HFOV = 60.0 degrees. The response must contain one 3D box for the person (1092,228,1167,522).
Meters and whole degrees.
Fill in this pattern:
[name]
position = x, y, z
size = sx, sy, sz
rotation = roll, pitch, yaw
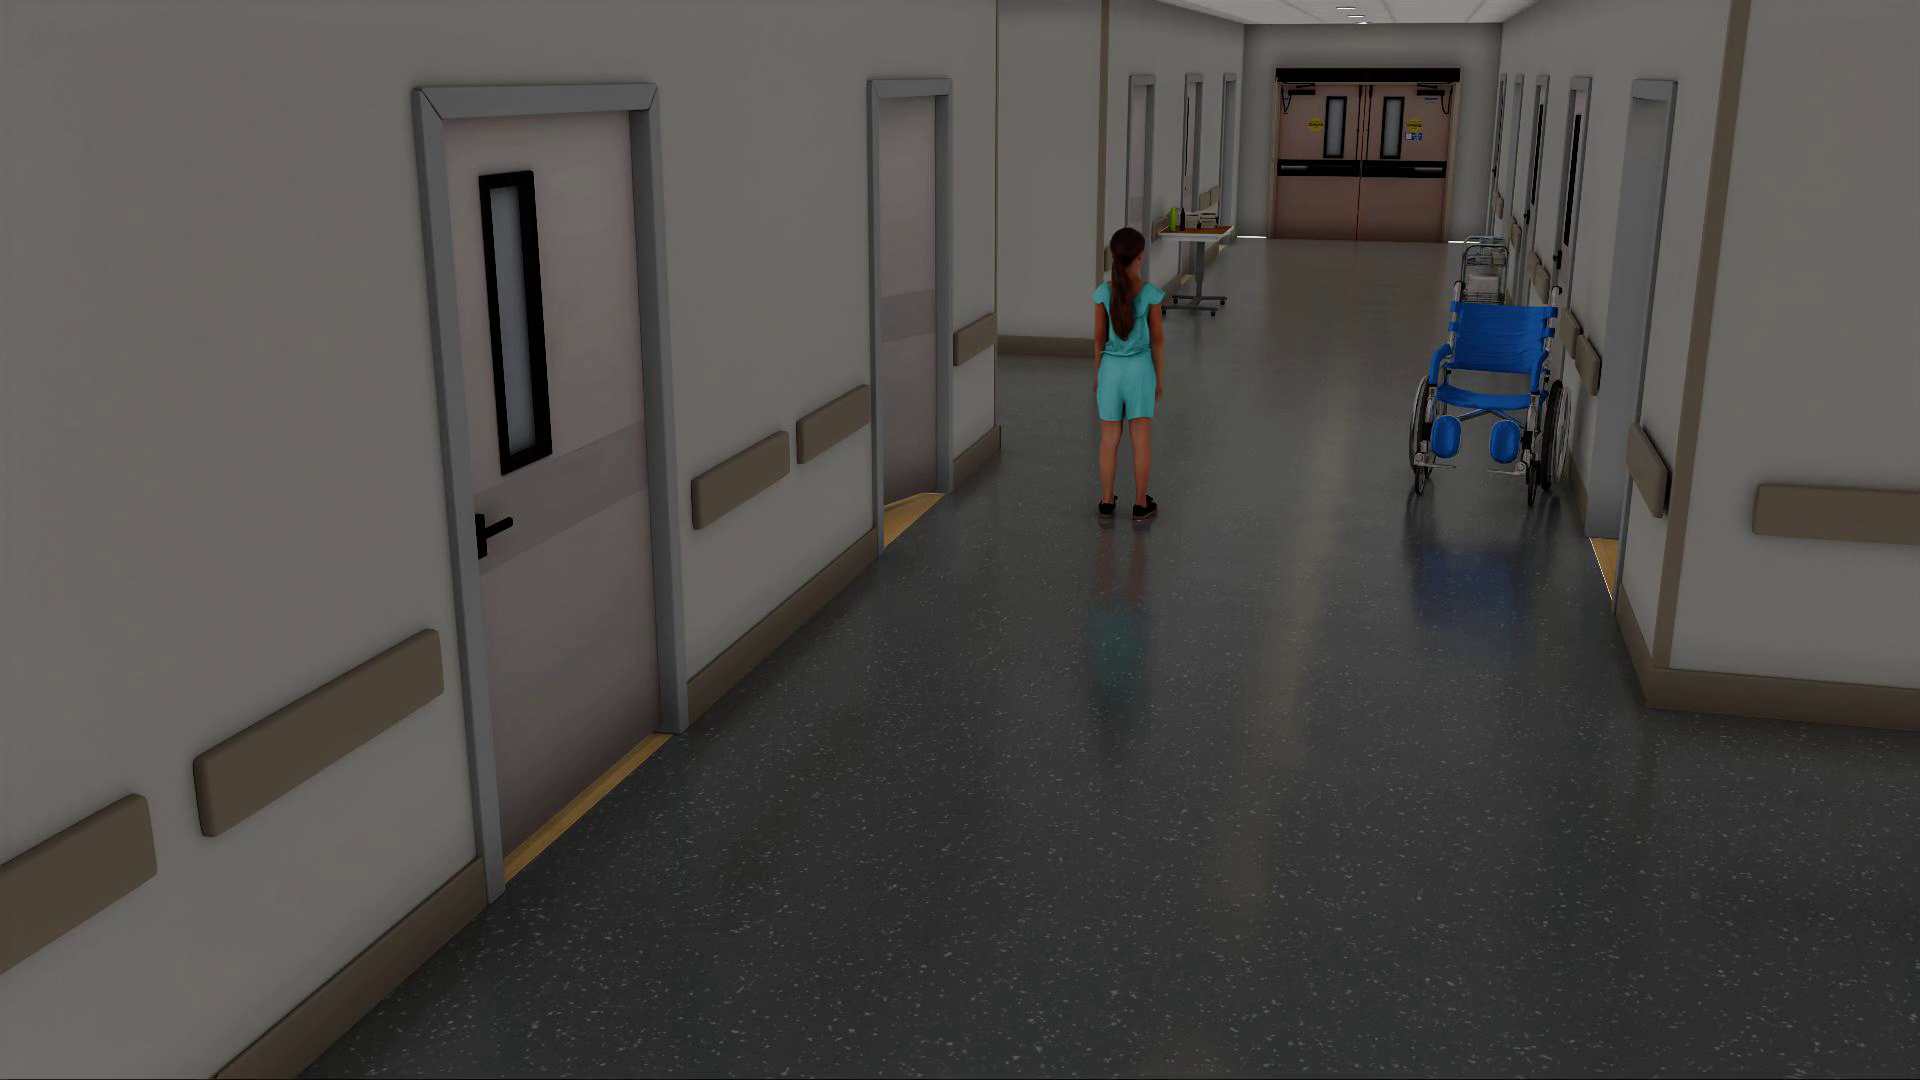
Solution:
[person]
position = 0.895, -0.890, 8.913
size = 0.536, 1.559, 0.518
rotation = 4, 16, 15
